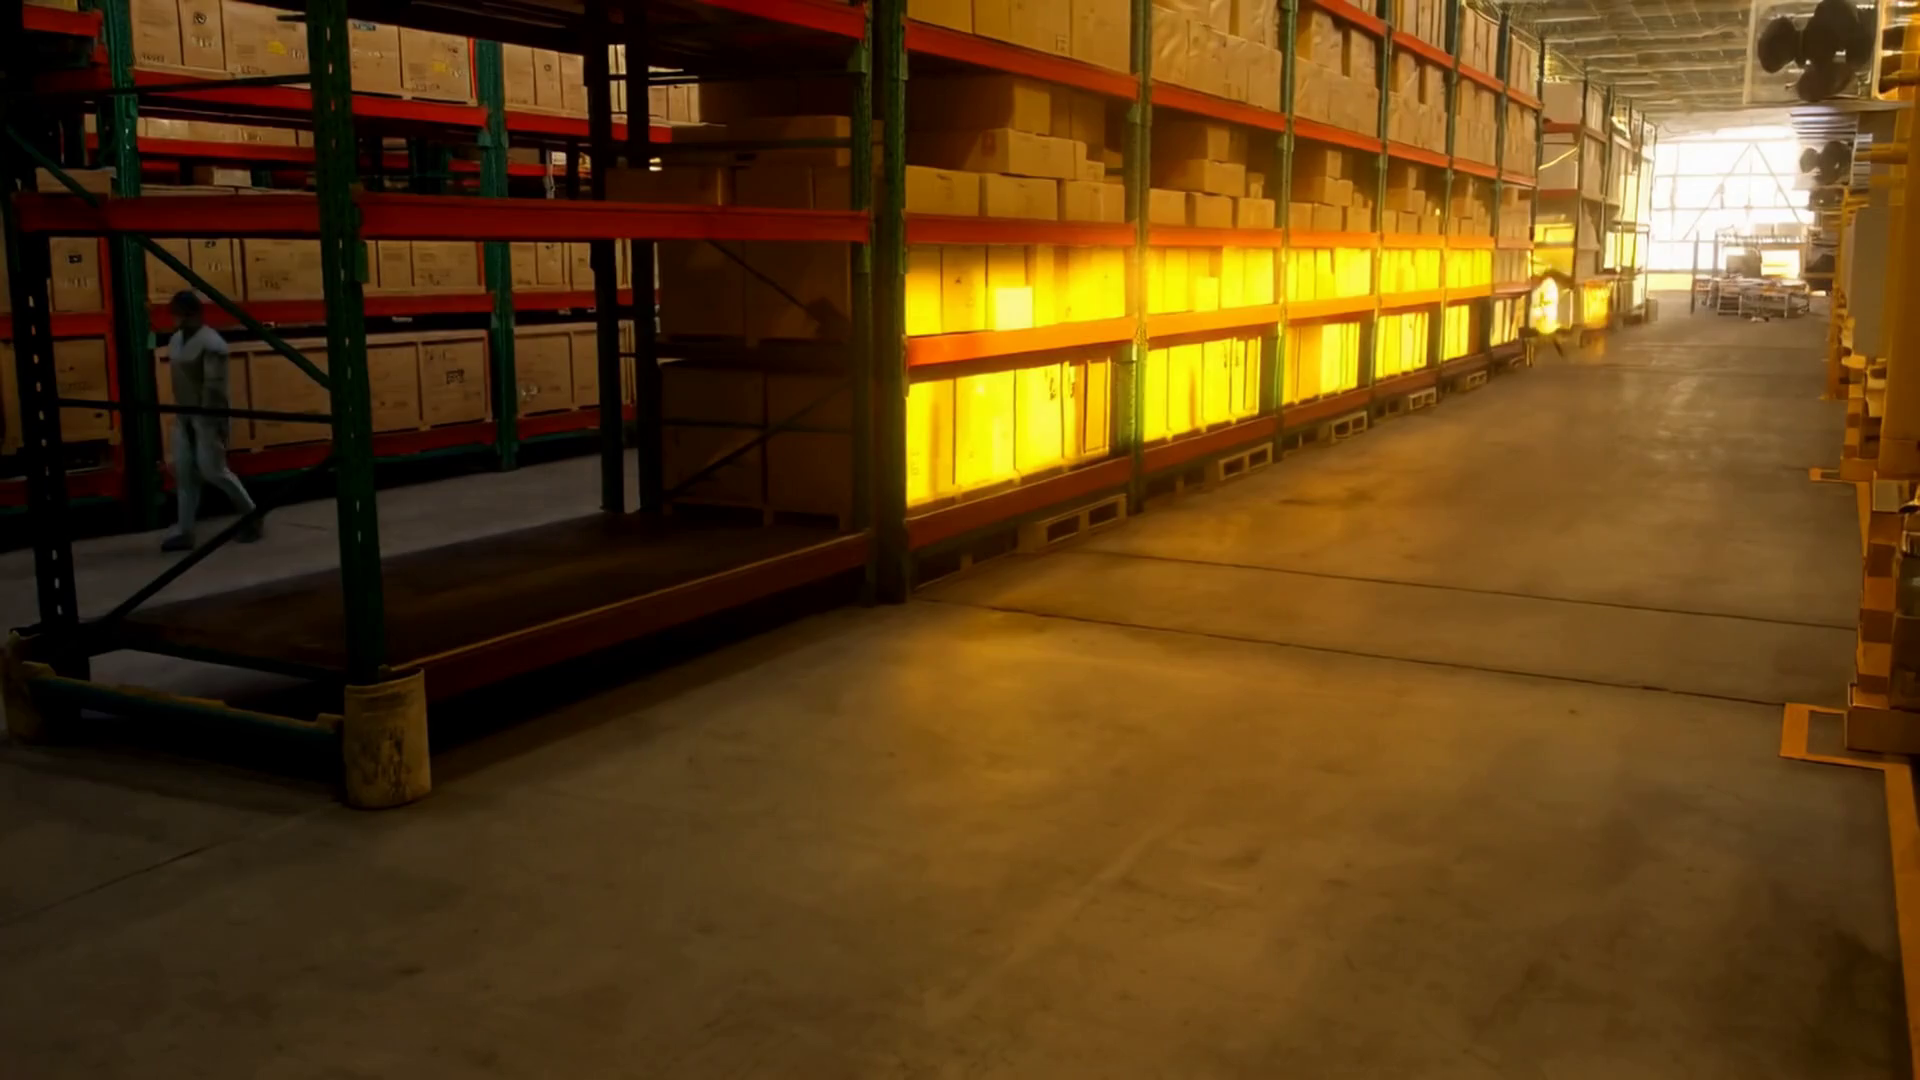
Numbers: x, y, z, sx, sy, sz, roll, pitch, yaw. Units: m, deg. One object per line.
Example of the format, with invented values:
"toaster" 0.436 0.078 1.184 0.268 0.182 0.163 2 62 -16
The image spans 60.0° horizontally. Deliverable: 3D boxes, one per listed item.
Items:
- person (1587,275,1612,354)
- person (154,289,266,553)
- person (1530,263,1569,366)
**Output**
"person" 13.788 -4.852 35.859 0.530 1.697 0.321 -1 10 -3
"person" -5.561 -0.882 12.253 0.645 1.917 0.793 6 12 33
"person" 11.310 -4.343 32.076 1.053 1.993 0.610 5 11 27
